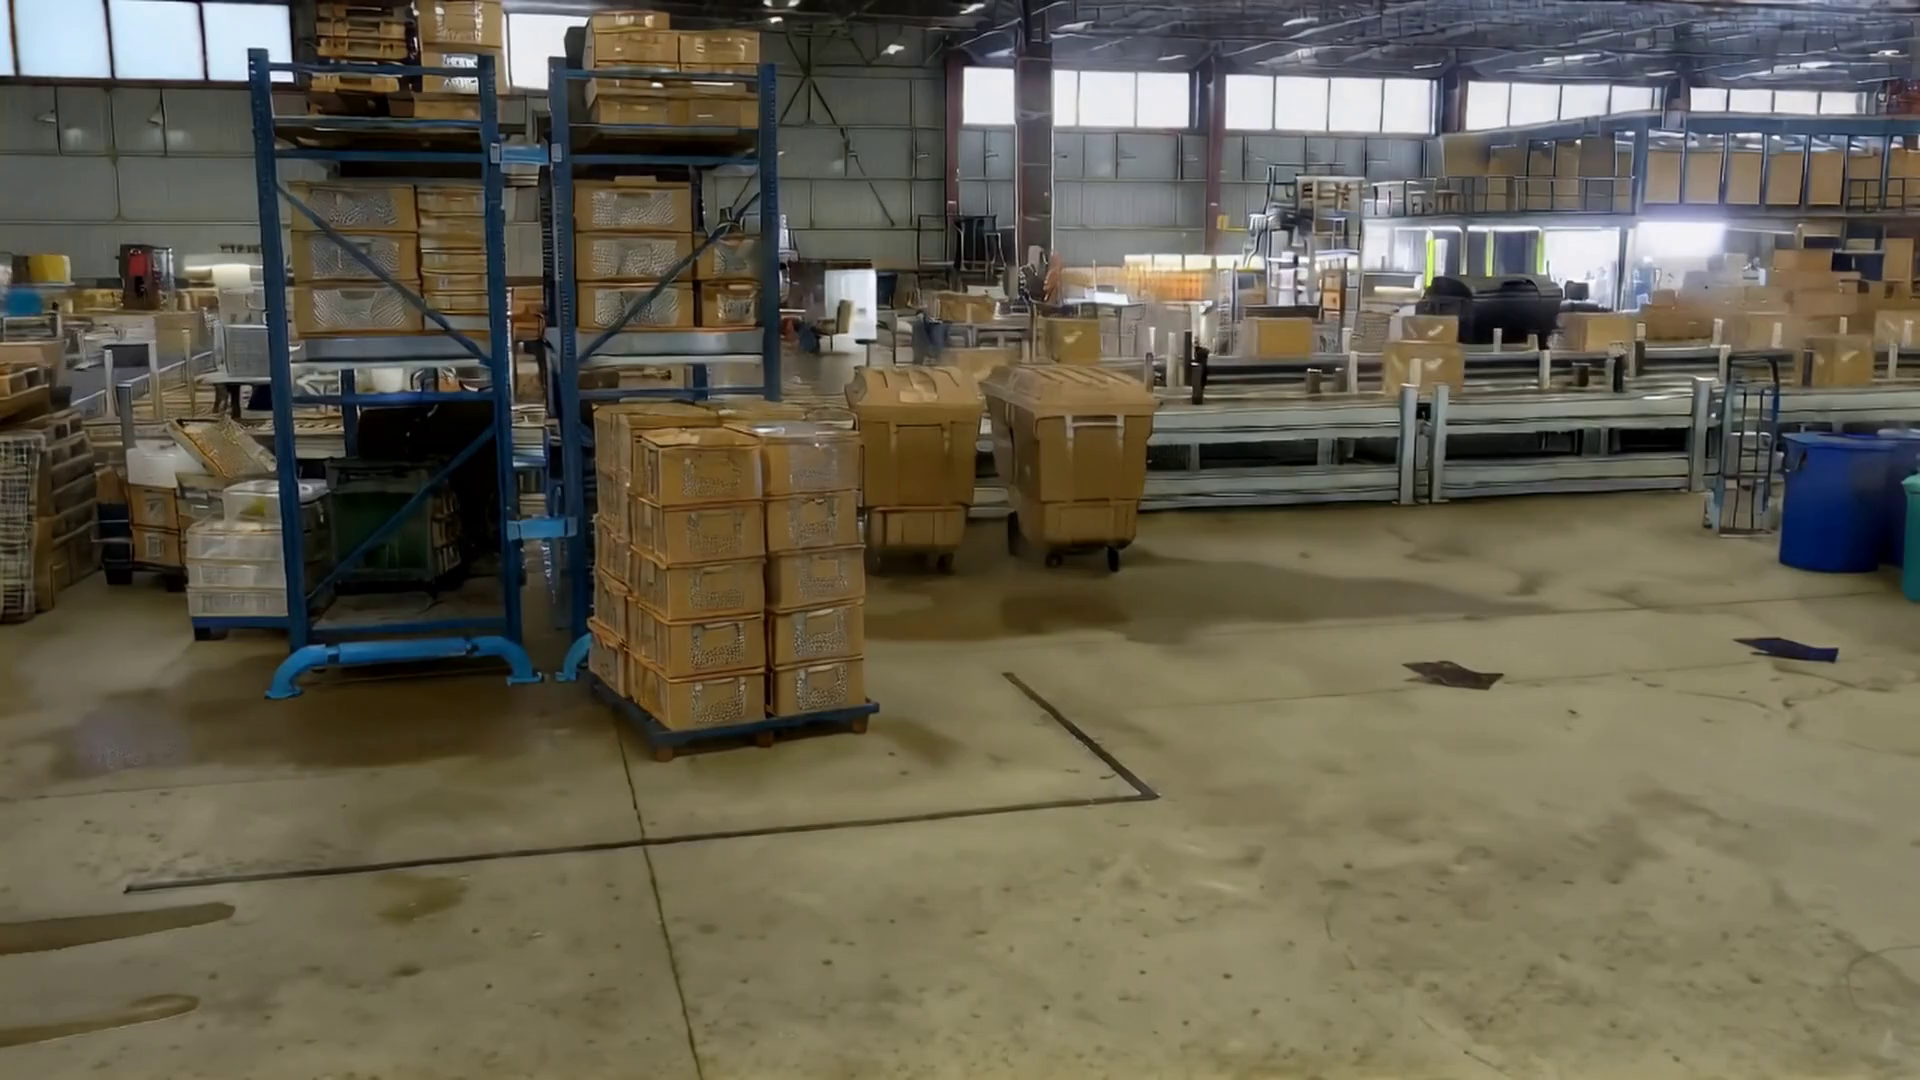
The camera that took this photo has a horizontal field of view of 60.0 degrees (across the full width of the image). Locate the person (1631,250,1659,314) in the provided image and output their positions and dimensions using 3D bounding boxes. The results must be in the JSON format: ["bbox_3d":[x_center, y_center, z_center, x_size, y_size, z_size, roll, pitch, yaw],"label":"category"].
[{"bbox_3d":[17.004,-6.181,41.322,0.611,2.042,0.394,2,10,11],"label":"person"}]

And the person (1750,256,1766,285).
[{"bbox_3d":[19.790,-6.123,41.449,0.362,1.883,0.576,-2,10,-11],"label":"person"}]

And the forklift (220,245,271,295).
[{"bbox_3d":[-17.749,-6.334,41.440,1.157,1.987,2.680,-3,10,-17],"label":"forklift"}]

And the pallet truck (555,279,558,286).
[{"bbox_3d":[-10.604,-6.375,44.520,0.653,1.274,1.630,-3,10,-15],"label":"pallet truck"}]

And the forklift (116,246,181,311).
[{"bbox_3d":[-19.966,-6.232,40.894,1.157,1.987,2.680,-3,10,-15],"label":"forklift"}]
